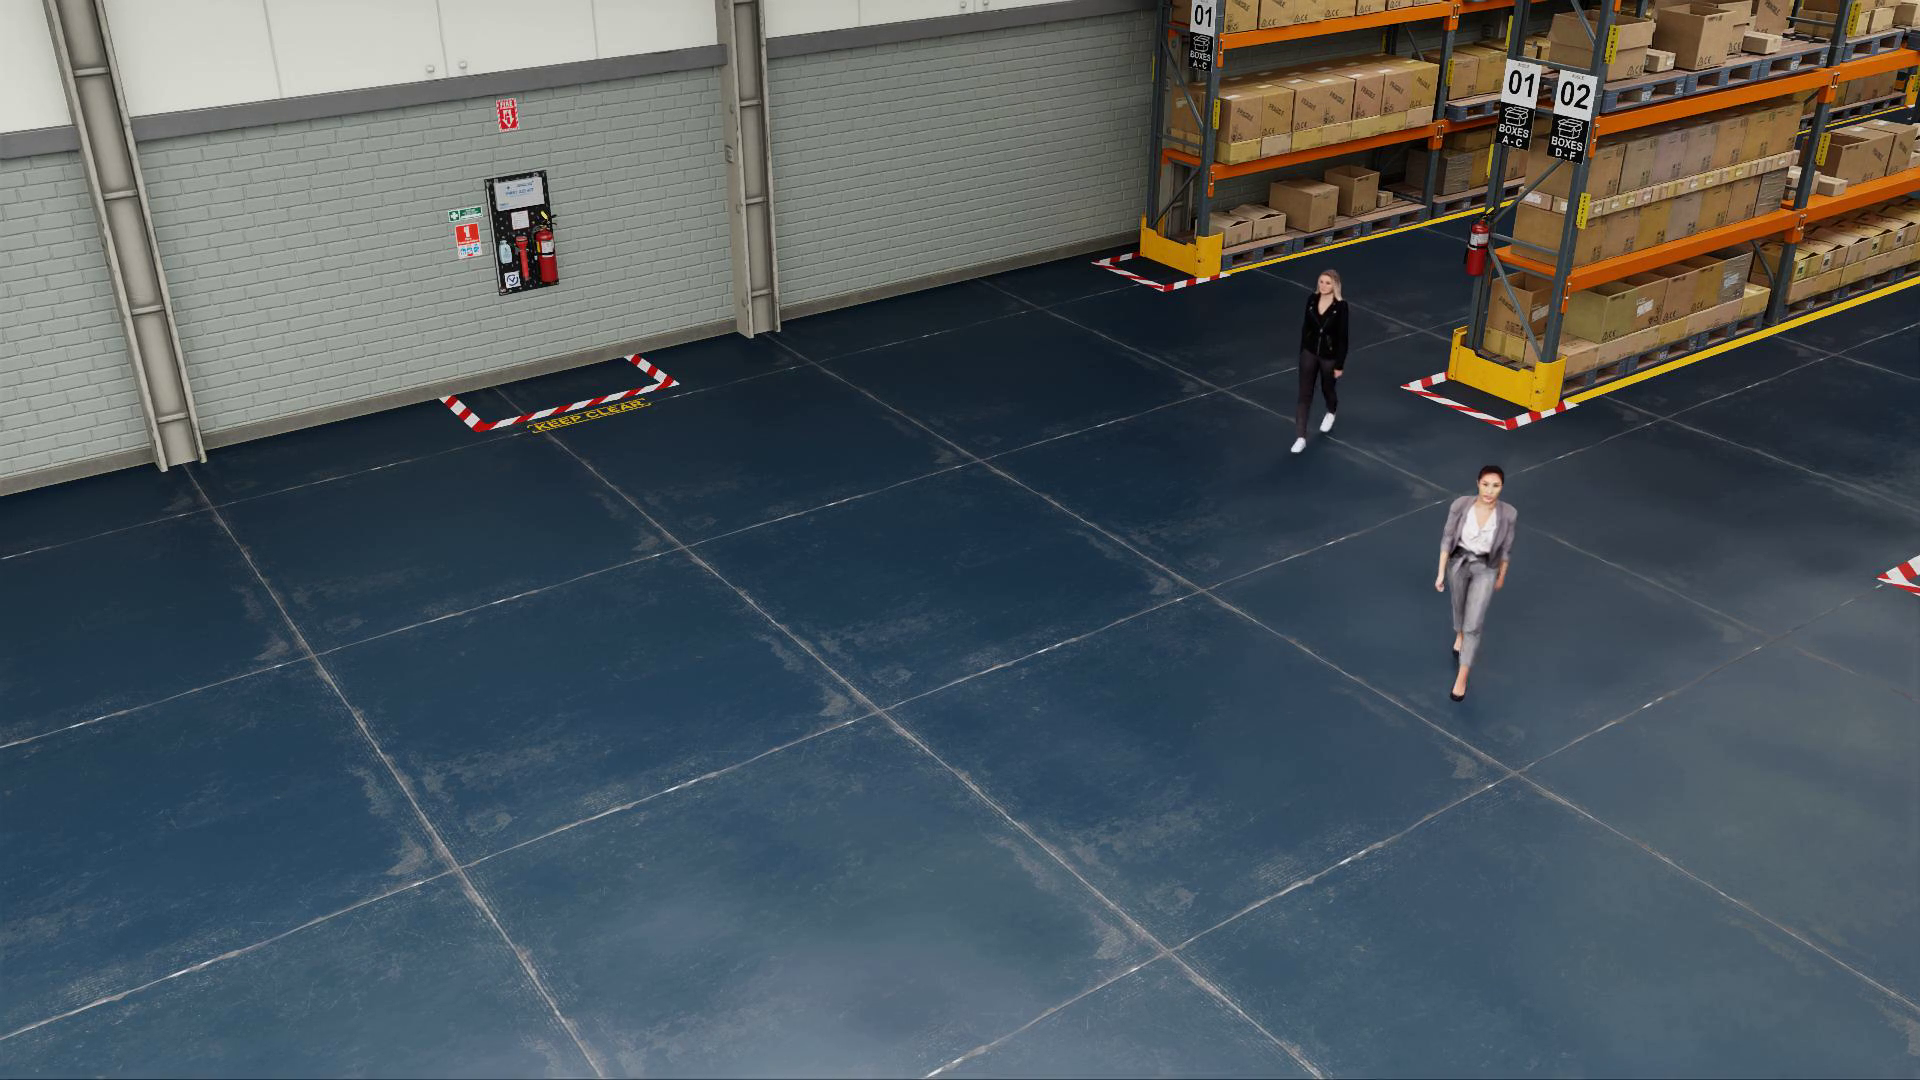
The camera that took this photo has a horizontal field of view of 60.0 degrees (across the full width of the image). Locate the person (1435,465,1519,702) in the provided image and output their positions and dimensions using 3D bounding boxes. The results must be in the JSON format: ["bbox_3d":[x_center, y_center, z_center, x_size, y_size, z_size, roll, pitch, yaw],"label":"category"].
[{"bbox_3d":[3.569,0.220,11.589,0.945,1.629,1.173,13,30,24],"label":"person"}]

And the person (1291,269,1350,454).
[{"bbox_3d":[3.355,-1.670,15.242,0.927,1.644,1.221,16,31,28],"label":"person"}]
